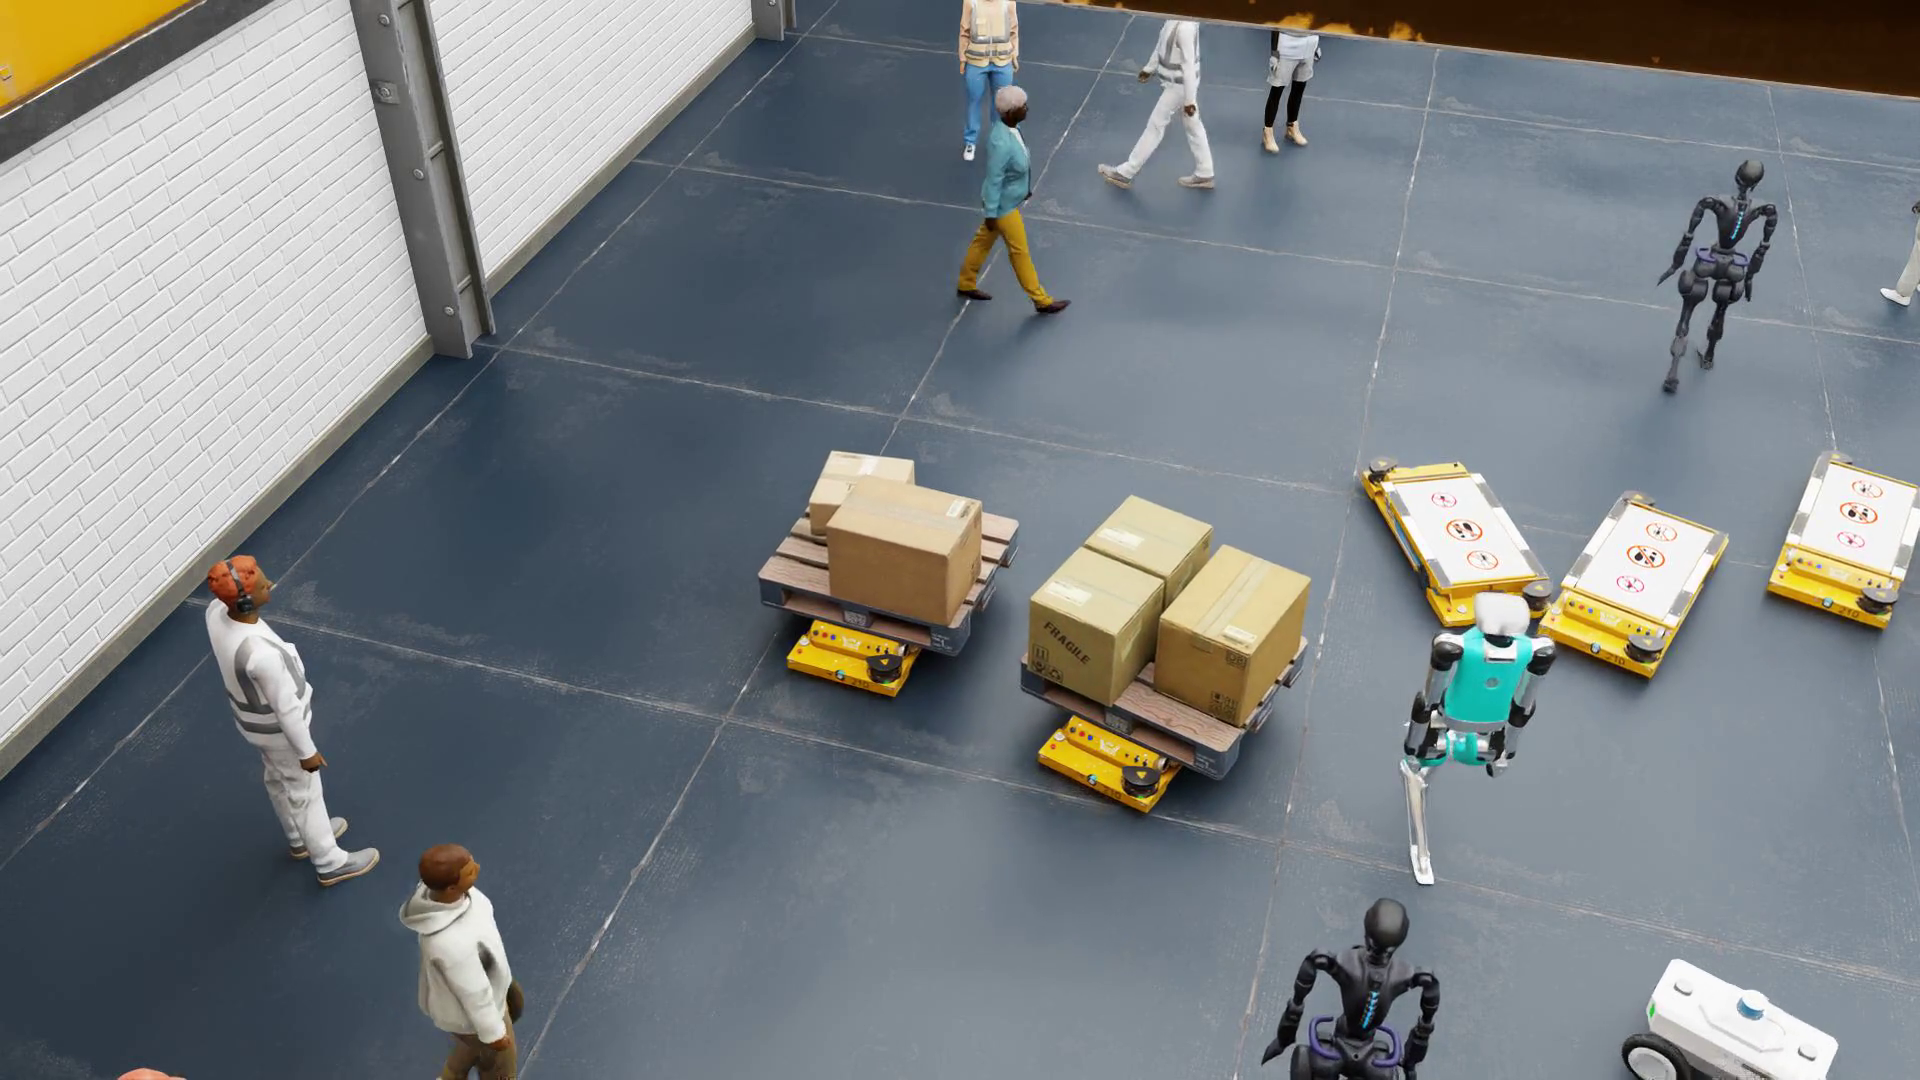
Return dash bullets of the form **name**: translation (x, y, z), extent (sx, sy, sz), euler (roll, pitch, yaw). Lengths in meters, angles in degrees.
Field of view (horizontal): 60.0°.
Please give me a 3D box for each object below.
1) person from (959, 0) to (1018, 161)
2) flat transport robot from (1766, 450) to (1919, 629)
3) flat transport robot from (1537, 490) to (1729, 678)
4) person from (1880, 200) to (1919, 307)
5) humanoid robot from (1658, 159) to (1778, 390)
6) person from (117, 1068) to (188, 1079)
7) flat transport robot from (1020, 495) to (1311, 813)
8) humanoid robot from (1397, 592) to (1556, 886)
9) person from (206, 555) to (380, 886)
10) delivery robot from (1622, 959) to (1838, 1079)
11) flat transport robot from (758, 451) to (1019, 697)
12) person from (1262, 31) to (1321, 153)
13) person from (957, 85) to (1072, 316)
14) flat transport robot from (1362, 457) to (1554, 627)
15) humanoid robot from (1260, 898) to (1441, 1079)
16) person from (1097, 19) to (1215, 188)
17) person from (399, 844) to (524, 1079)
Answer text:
- **person**: translation (0.236, -4.005, 13.821), extent (0.496, 1.727, 0.367), euler (-4, 39, -5)
- **flat transport robot**: translation (5.386, -0.032, 10.044), extent (0.659, 0.231, 1.431), euler (22, 44, 25)
- **flat transport robot**: translation (3.964, 0.226, 9.723), extent (0.659, 0.231, 1.431), euler (24, 45, 27)
- **person**: translation (7.111, -2.436, 11.934), extent (0.518, 1.645, 0.305), euler (-7, 39, -8)
- **humanoid robot**: translation (5.048, -1.803, 11.163), extent (0.601, 1.645, 0.597), euler (8, 40, 10)
- **person**: translation (-2.546, 2.429, 5.655), extent (0.550, 1.933, 0.371), euler (11, 40, 14)
- **flat transport robot**: translation (1.070, 0.842, 8.957), extent (0.659, 0.231, 1.431), euler (23, 44, 26)
- **humanoid robot**: translation (2.318, 0.781, 7.894), extent (0.545, 1.806, 0.891), euler (1, 39, 1)
- **person**: translation (-3.134, 0.838, 7.676), extent (0.359, 1.882, 0.573), euler (-30, 48, -32)
- **delivery robot**: translation (3.304, 2.137, 7.107), extent (0.774, 0.581, 0.499), euler (26, 46, 29)
- **flat transport robot**: translation (-0.400, 0.310, 9.619), extent (0.659, 0.231, 1.431), euler (14, 41, 17)
- **person**: translation (2.813, -4.098, 13.961), extent (0.540, 1.695, 0.316), euler (-18, 42, -21)
- **person**: translation (0.380, -2.410, 11.841), extent (0.909, 1.707, 0.552), euler (5, 39, 6)
- **flat transport robot**: translation (2.984, -0.025, 10.036), extent (0.659, 0.231, 1.431), euler (-5, 39, -7)
- **humanoid robot**: translation (1.468, 2.041, 6.358), extent (0.603, 1.637, 0.618), euler (6, 39, 7)
- **person**: translation (1.663, -3.661, 13.315), extent (1.010, 1.825, 0.582), euler (4, 39, 5)
- **person**: translation (-1.934, 1.806, 6.567), extent (0.458, 1.754, 0.544), euler (-16, 42, -19)
